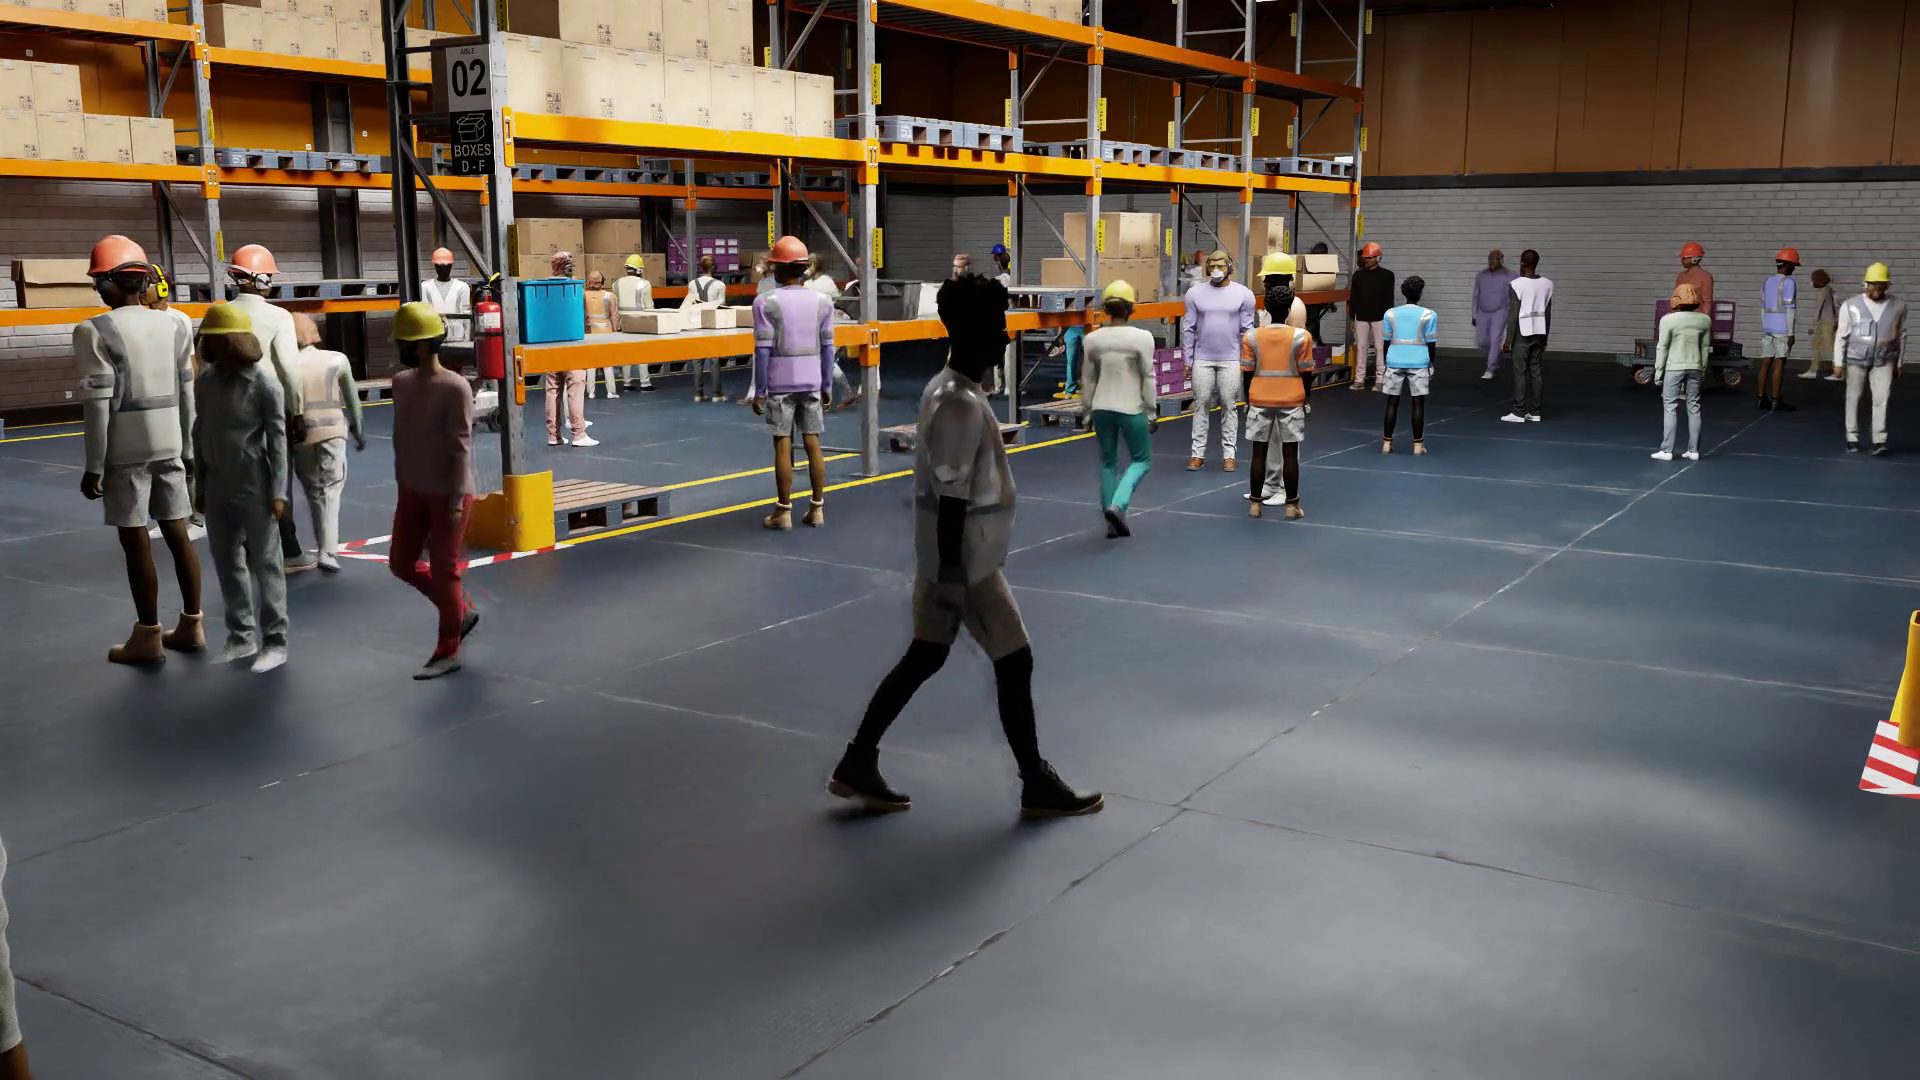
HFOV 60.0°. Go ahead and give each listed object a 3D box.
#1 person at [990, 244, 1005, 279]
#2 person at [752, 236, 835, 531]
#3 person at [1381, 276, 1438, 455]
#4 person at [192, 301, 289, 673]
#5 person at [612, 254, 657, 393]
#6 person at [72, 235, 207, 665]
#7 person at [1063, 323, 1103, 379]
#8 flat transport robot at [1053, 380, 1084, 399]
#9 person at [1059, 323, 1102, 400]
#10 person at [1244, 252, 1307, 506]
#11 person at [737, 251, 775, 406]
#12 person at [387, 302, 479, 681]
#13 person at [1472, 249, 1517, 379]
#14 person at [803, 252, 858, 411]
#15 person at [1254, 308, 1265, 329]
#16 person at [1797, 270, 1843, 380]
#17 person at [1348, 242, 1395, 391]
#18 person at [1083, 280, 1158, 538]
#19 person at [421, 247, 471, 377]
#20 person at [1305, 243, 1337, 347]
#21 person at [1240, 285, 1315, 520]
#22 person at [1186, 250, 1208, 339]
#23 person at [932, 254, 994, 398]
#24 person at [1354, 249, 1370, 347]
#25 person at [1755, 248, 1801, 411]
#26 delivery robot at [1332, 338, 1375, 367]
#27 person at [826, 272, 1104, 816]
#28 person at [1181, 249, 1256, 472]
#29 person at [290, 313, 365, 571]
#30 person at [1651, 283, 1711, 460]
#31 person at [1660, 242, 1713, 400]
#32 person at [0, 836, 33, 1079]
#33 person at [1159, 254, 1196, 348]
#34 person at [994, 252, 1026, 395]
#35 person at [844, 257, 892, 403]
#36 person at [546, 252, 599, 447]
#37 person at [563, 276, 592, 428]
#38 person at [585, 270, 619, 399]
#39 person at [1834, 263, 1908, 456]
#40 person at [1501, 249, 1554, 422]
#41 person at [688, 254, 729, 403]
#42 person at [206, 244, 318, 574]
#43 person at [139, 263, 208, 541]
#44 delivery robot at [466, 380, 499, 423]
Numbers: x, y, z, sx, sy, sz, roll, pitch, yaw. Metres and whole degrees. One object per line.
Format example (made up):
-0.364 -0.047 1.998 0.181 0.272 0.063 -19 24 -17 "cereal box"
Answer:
0.723 -4.393 30.227 0.391 1.948 0.605 6 12 30 "person"
-1.171 -1.085 11.622 0.615 2.047 0.357 -6 12 -31 "person"
4.238 -1.646 15.729 0.533 1.690 0.322 6 12 29 "person"
-3.399 -0.247 7.826 0.487 1.745 0.300 3 11 17 "person"
-4.301 -2.860 22.054 0.595 1.831 0.403 4 11 20 "person"
-3.953 -0.425 7.980 0.393 2.041 0.613 5 11 24 "person"
1.748 -3.181 23.640 0.585 1.911 0.506 0 10 2 "person"
1.815 -1.951 21.344 0.652 0.197 1.431 6 12 30 "flat transport robot"
1.501 -2.610 20.665 0.566 1.836 0.378 3 11 16 "person"
2.431 -1.226 12.738 0.366 1.926 0.593 -2 11 -13 "person"
-2.243 -2.597 20.466 0.999 1.898 0.635 -7 13 -35 "person"
-2.415 -0.222 7.654 0.539 1.743 0.437 6 12 31 "person"
7.807 -3.301 24.325 0.663 1.890 0.589 9 14 41 "person"
-1.635 -2.418 19.487 1.059 1.885 0.650 -6 12 -30 "person"
4.806 -3.729 26.857 0.429 1.840 0.624 -8 13 -37 "person"
12.499 -3.112 24.092 0.700 1.581 0.514 7 12 34 "person"
5.524 -2.995 22.361 0.625 1.992 0.388 7 12 33 "person"
1.059 -0.864 11.186 0.549 1.752 0.443 6 12 30 "person"
-5.635 -2.226 18.238 0.545 1.942 0.349 -3 11 -16 "person"
5.851 -3.947 27.498 0.957 2.000 0.709 7 13 36 "person"
2.295 -0.986 12.047 0.533 1.697 0.318 4 11 19 "person"
3.841 -3.683 26.535 0.433 1.856 0.660 -9 14 -42 "person"
0.029 -2.630 20.757 1.047 1.850 0.643 -5 12 -28 "person"
6.687 -3.918 27.820 0.328 1.871 0.510 -7 12 -33 "person"
9.738 -2.493 19.750 0.365 1.932 0.543 -2 10 -11 "person"
5.885 -2.790 24.949 0.707 0.478 0.477 9 14 41 "delivery robot"
-0.016 0.036 5.775 0.981 1.923 0.617 -1 10 -7 "person"
2.248 -1.560 14.559 0.635 1.939 0.367 3 11 14 "person"
-3.996 -0.614 10.311 0.523 1.583 0.876 -2 10 -12 "person"
6.663 -1.546 15.359 0.498 1.626 0.289 -1 10 -6 "person"
9.263 -2.772 21.125 0.391 1.991 0.612 -3 11 -16 "person"
-1.566 0.643 2.349 0.543 1.939 0.360 1 10 8 "person"
3.335 -3.454 25.375 0.588 1.822 0.403 4 11 21 "person"
0.624 -2.834 21.806 0.329 1.874 0.518 -7 12 -33 "person"
-1.161 -2.643 20.889 0.587 1.822 1.041 4 11 20 "person"
-3.860 -1.863 16.325 0.648 1.907 0.409 5 11 25 "person"
-4.171 -2.030 18.009 0.279 1.633 0.505 0 10 -1 "person"
-4.591 -2.601 21.156 0.513 1.641 0.307 0 10 1 "person"
8.556 -1.682 15.613 0.617 1.796 0.839 4 11 21 "person"
6.334 -2.270 18.546 0.596 1.916 0.374 -5 11 -24 "person"
-3.136 -2.628 20.739 0.514 1.843 0.327 3 11 17 "person"
-4.249 -0.787 10.120 0.622 1.992 0.394 3 11 14 "person"
-5.321 -0.913 11.167 0.528 1.869 0.313 6 12 28 "person"
-5.171 -1.428 17.403 0.477 0.478 0.707 5 11 27 "delivery robot"
